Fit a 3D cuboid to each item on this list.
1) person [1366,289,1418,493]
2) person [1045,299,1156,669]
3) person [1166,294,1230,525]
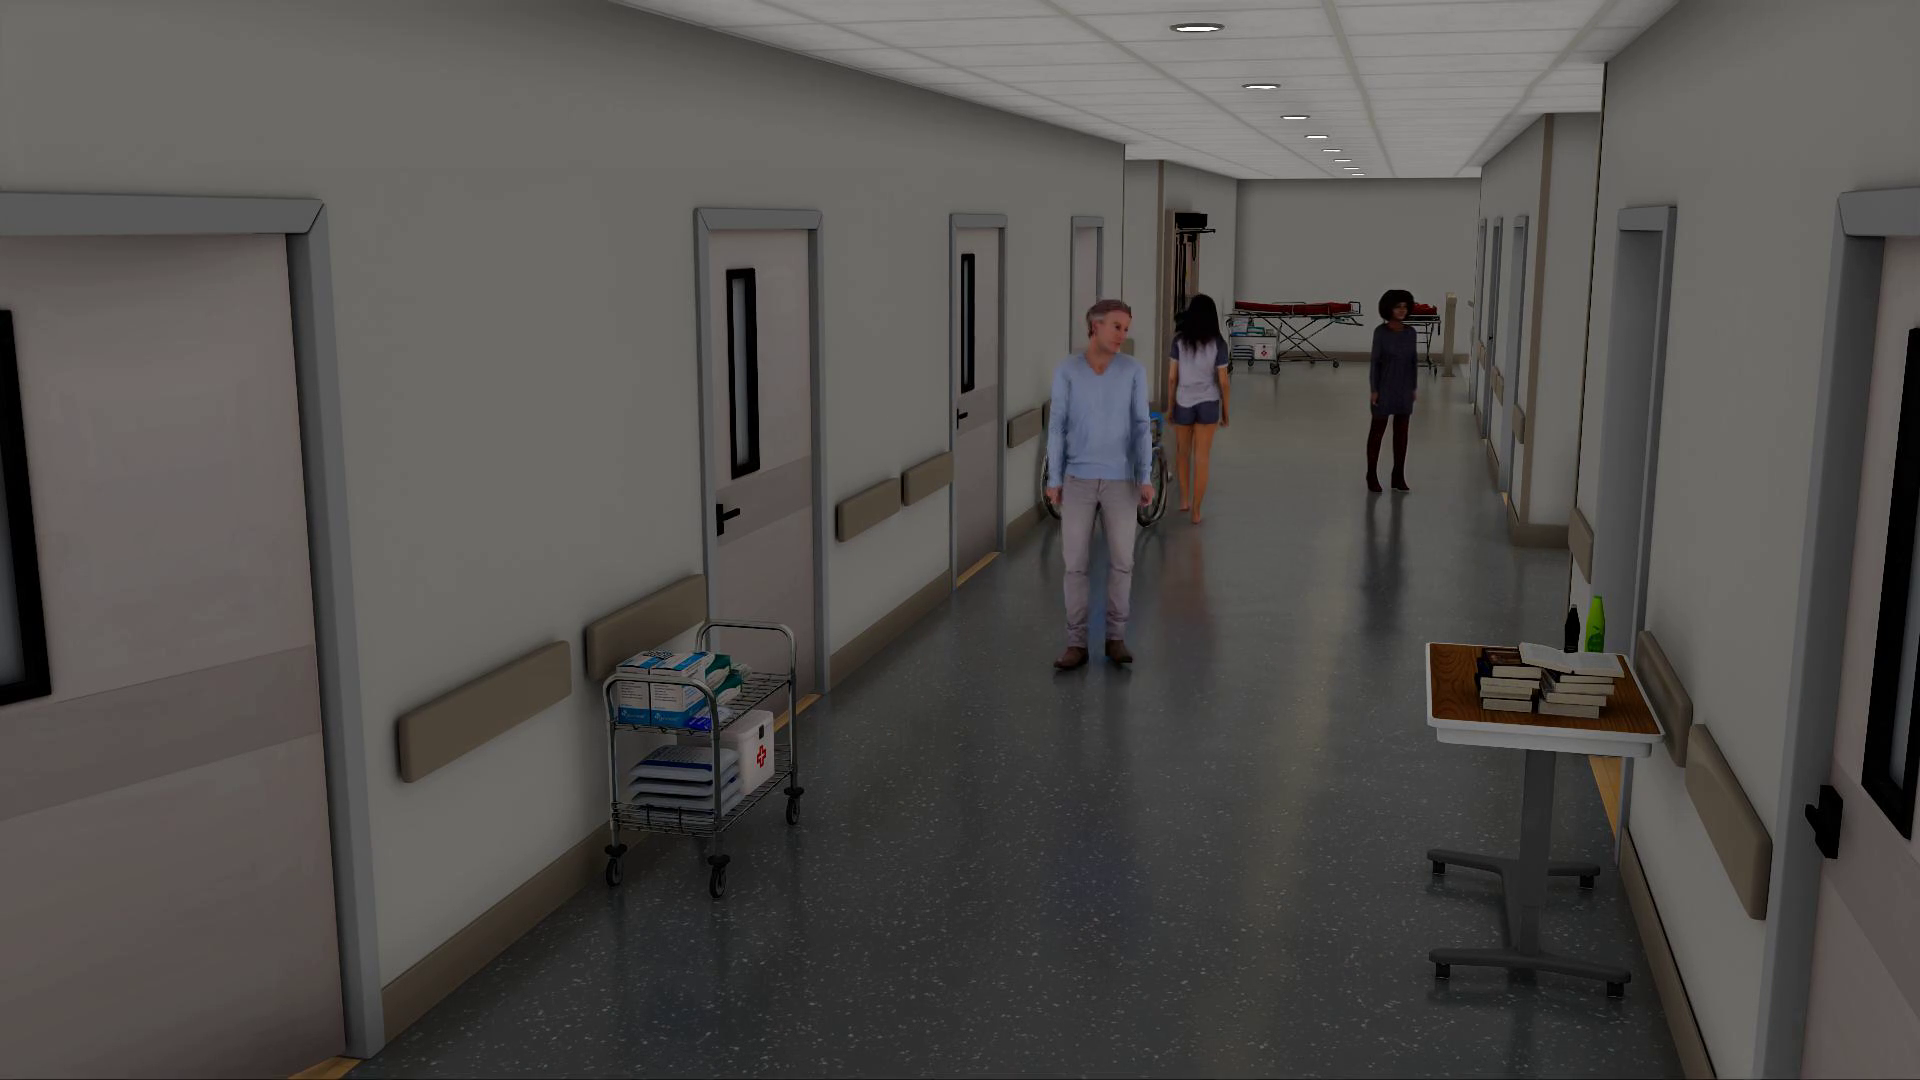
[{"bbox_3d":[3.662,-1.264,14.106,0.650,1.706,0.645,-2,11,-11],"label":"person"},{"bbox_3d":[0.703,-0.287,8.479,0.774,1.884,0.730,2,11,10],"label":"person"},{"bbox_3d":[1.767,-0.970,12.516,0.600,1.722,0.580,3,11,15],"label":"person"}]
